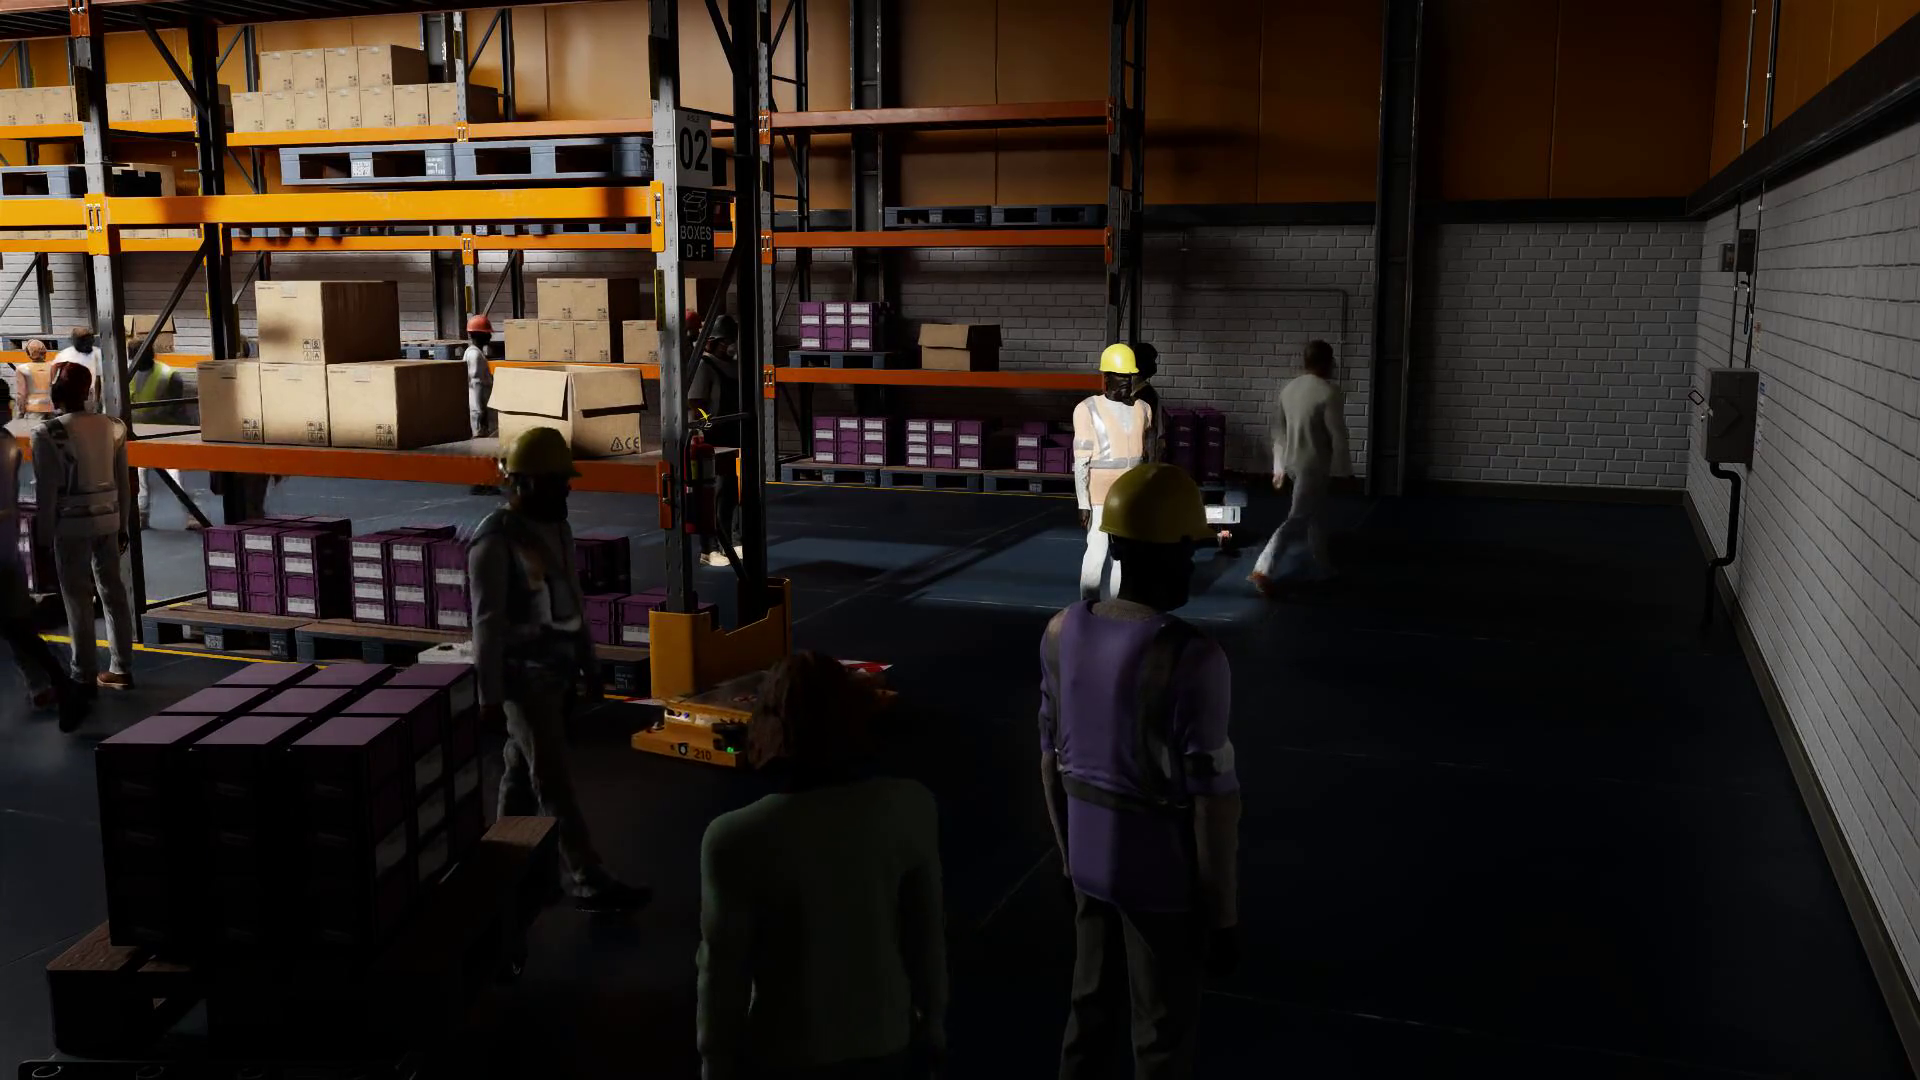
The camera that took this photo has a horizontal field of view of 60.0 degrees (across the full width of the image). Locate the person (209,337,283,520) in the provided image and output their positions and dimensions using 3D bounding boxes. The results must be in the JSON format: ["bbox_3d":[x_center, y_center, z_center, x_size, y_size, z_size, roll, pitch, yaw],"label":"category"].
[{"bbox_3d":[-5.235,-0.535,12.174,0.428,1.928,0.654,3,10,20],"label":"person"}]

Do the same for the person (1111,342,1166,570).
[{"bbox_3d":[1.383,-0.613,12.932,0.429,1.842,0.632,-3,9,-18],"label":"person"}]

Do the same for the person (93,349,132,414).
[{"bbox_3d":[-9.127,-1.442,18.055,0.542,1.870,0.341,-1,9,-5],"label":"person"}]

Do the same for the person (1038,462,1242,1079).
[{"bbox_3d":[0.433,0.777,3.937,0.363,1.928,0.587,-8,12,-39],"label":"person"}]

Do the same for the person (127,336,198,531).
[{"bbox_3d":[-7.429,-0.964,15.248,0.670,1.818,0.442,-1,9,-5],"label":"person"}]

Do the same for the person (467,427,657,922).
[{"bbox_3d":[-1.434,0.490,6.114,0.781,1.797,0.608,2,9,10],"label":"person"}]

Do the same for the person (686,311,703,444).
[{"bbox_3d":[-2.806,-1.371,17.216,0.400,1.989,0.623,-9,13,-44],"label":"person"}]

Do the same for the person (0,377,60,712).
[{"bbox_3d":[-5.297,0.029,8.889,1.041,1.874,0.633,1,9,6],"label":"person"}]

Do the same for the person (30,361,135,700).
[{"bbox_3d":[-4.886,-0.051,9.271,0.354,1.884,0.576,4,10,23],"label":"person"}]

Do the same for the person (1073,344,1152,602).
[{"bbox_3d":[0.985,-0.278,10.561,0.587,1.928,0.363,-6,11,-32],"label":"person"}]

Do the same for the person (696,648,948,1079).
[{"bbox_3d":[-0.272,1.020,3.358,0.518,1.618,0.378,-4,10,-24],"label":"person"}]

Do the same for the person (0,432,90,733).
[{"bbox_3d":[-4.874,0.082,8.368,0.823,1.912,0.555,3,10,18],"label":"person"}]

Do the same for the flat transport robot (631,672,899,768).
[{"bbox_3d":[-0.969,0.864,8.571,0.652,0.197,1.431,5,10,30],"label":"flat transport robot"}]

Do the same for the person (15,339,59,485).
[{"bbox_3d":[-10.327,-1.435,18.716,0.313,1.642,0.513,7,12,39],"label":"person"}]

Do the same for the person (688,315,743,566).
[{"bbox_3d":[-1.893,-0.820,13.610,0.535,2.000,0.674,5,10,27],"label":"person"}]

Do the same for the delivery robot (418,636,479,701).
[{"bbox_3d":[-2.424,0.671,8.602,0.707,0.478,0.477,2,9,12],"label":"delivery robot"}]

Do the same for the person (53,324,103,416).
[{"bbox_3d":[-9.742,-1.493,18.530,0.685,1.819,0.647,8,12,42],"label":"person"}]

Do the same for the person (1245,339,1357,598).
[{"bbox_3d":[2.500,-0.522,12.222,0.995,1.901,0.632,-3,10,-21],"label":"person"}]

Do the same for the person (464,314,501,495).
[{"bbox_3d":[-5.133,-1.448,17.874,0.372,1.935,0.551,-3,10,-18],"label":"person"}]
